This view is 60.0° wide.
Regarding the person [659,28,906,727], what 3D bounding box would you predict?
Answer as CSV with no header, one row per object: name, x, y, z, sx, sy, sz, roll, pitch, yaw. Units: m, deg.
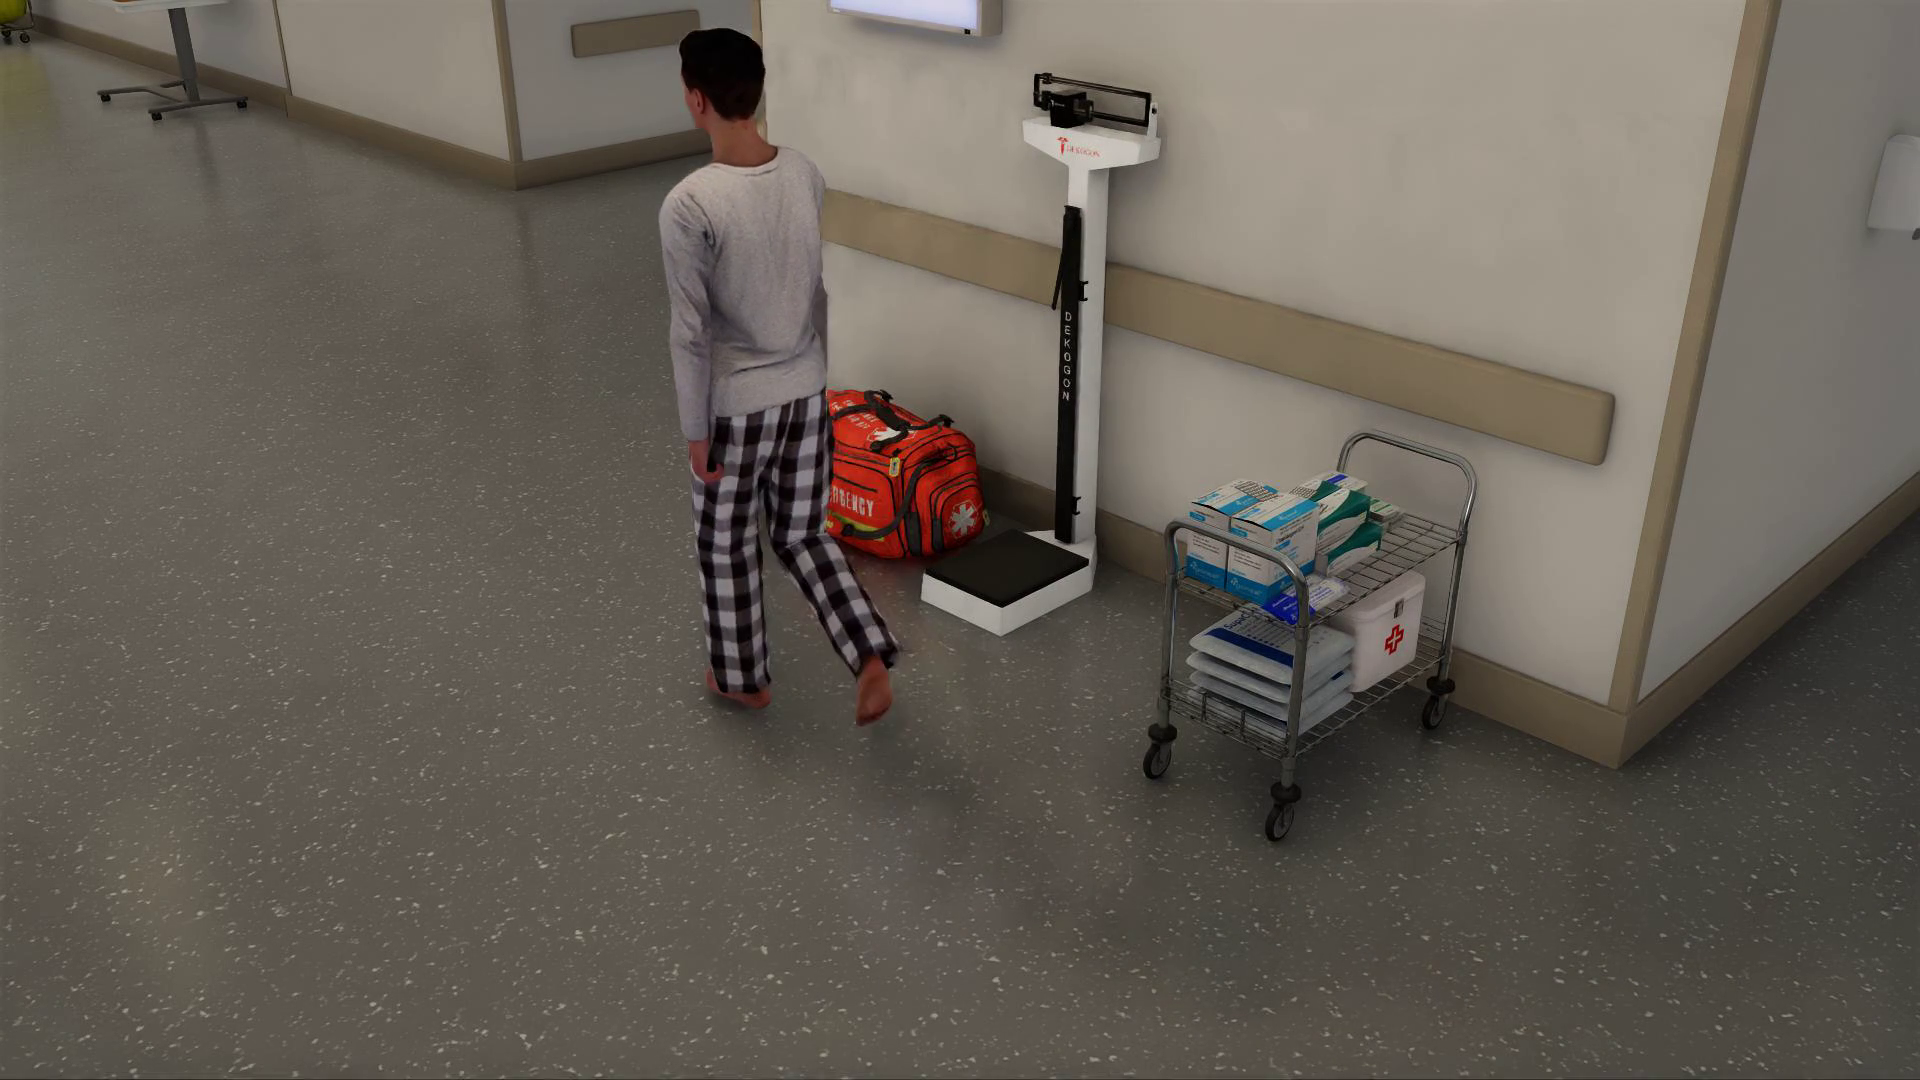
person,-0.446,-0.314,4.169,0.701,1.825,0.961,-20,32,-35
